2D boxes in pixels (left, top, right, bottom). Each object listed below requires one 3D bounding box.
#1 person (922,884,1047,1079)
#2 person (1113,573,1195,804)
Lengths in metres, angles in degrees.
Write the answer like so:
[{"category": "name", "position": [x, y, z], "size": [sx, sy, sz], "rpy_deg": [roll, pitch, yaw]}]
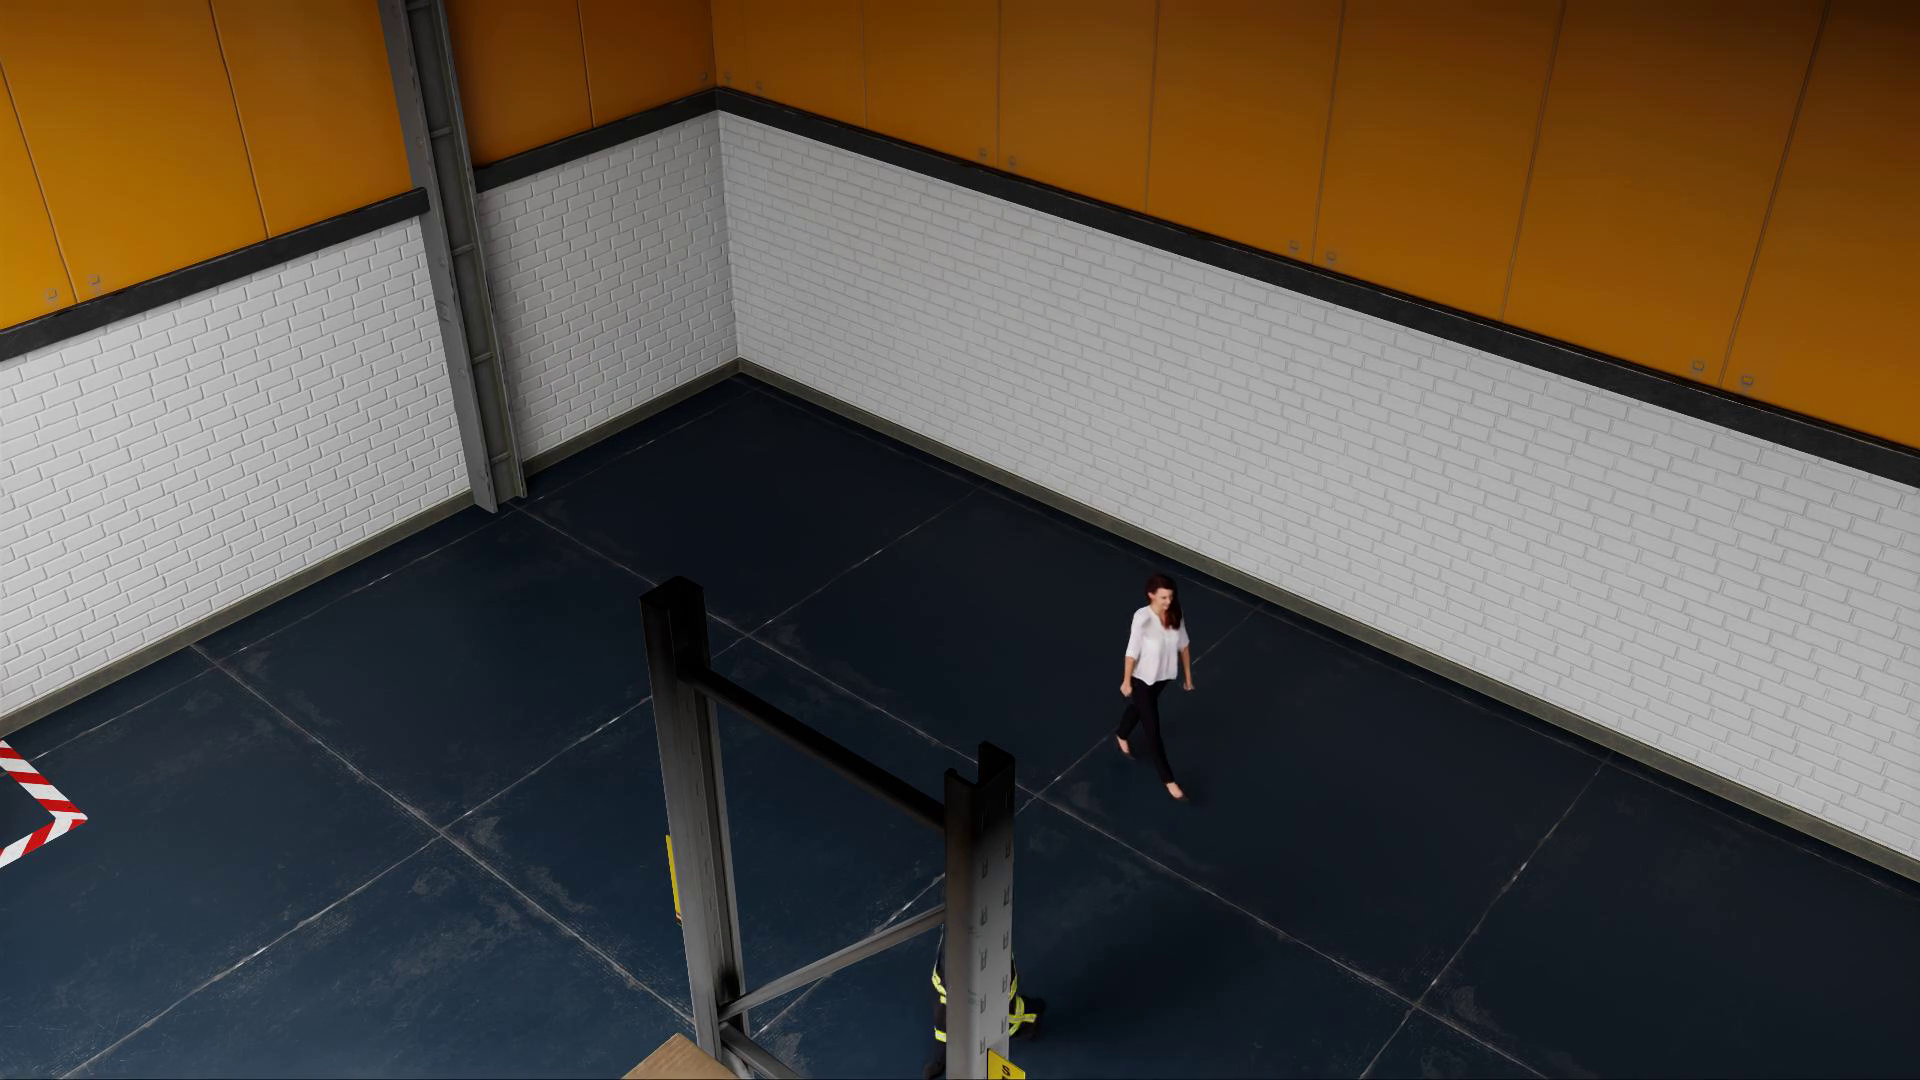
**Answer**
[{"category": "person", "position": [0.154, 2.360, 9.582], "size": [1.101, 1.837, 0.887], "rpy_deg": [-23, 40, -31]}, {"category": "person", "position": [1.293, 0.952, 11.788], "size": [1.118, 1.741, 0.884], "rpy_deg": [-21, 39, -29]}]
